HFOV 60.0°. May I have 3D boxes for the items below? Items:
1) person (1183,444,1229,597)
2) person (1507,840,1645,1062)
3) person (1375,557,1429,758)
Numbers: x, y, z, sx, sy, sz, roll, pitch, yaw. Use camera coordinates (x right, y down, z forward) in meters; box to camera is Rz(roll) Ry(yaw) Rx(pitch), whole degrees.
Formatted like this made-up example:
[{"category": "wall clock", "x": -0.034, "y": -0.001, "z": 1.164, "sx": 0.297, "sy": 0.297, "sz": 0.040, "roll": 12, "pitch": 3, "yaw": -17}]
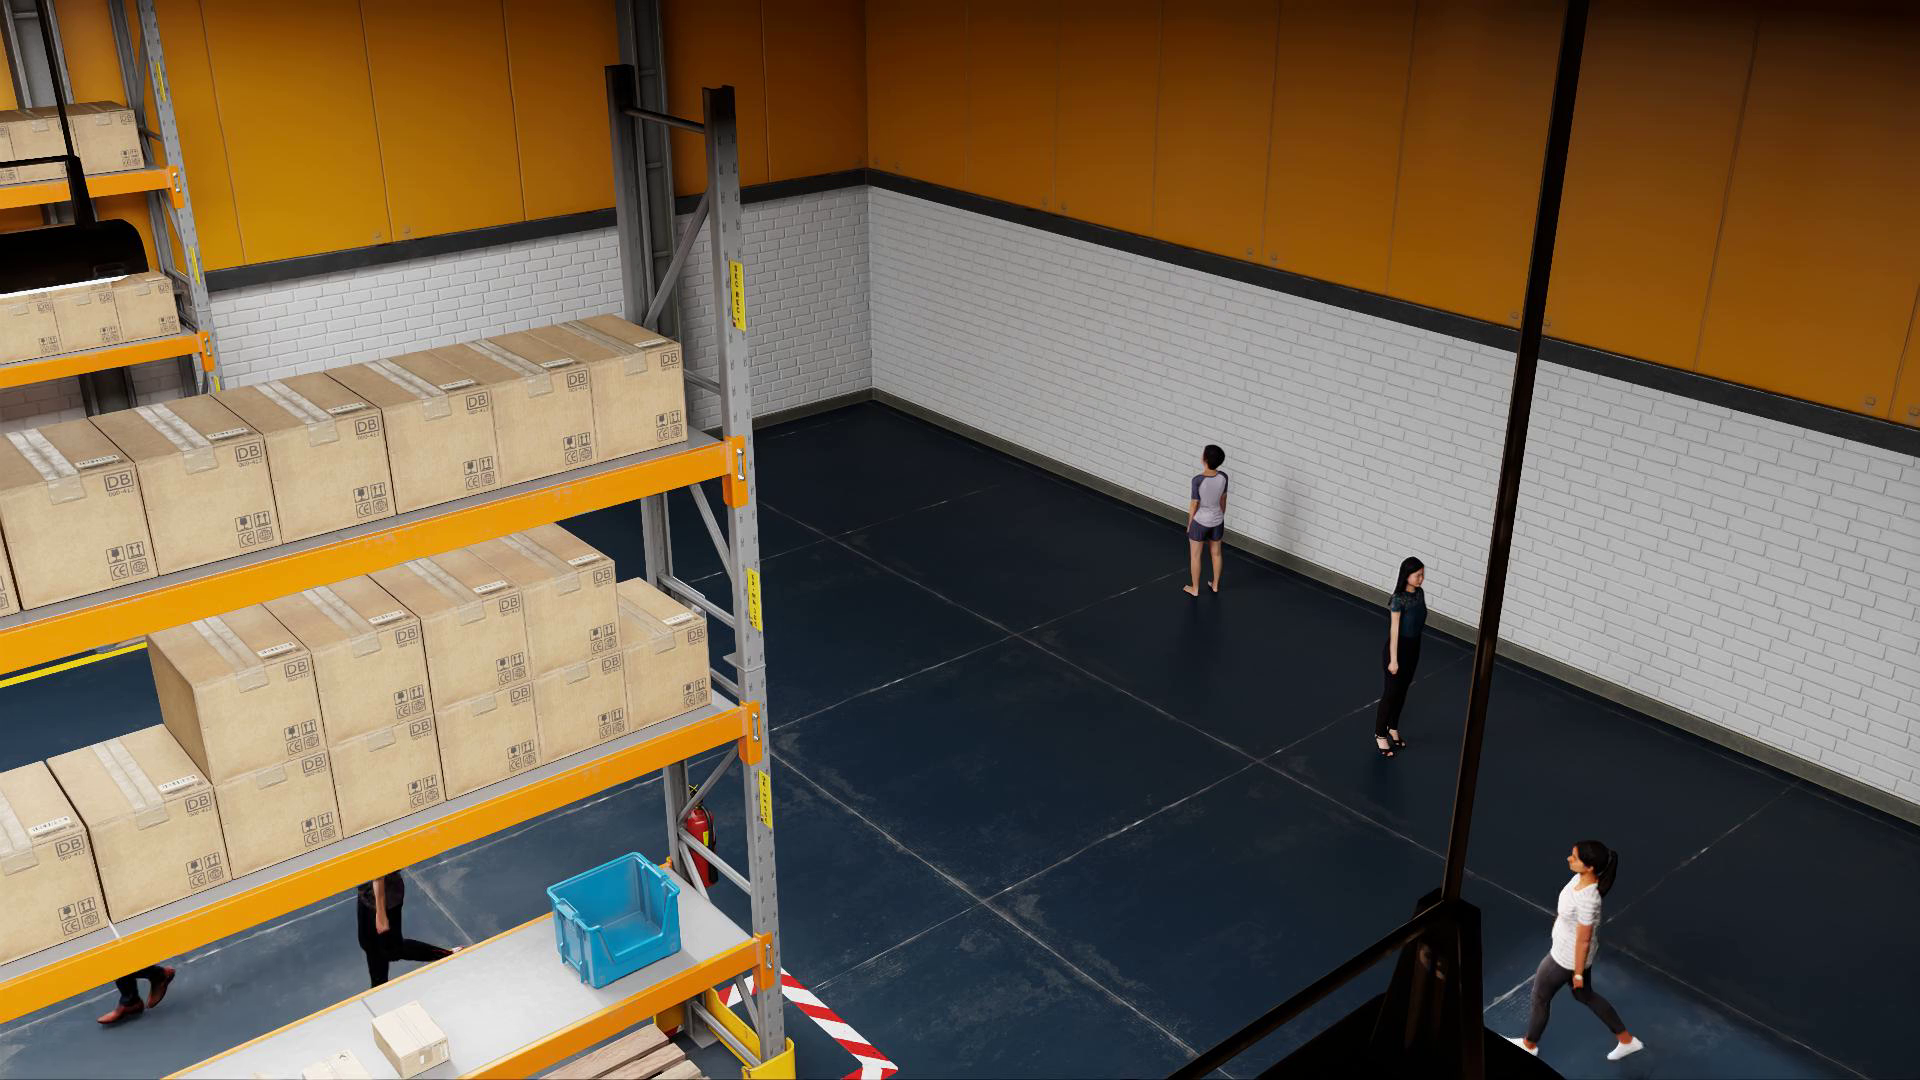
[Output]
[{"category": "person", "x": 2.429, "y": -0.209, "z": 16.359, "sx": 0.560, "sy": 1.563, "sz": 0.693, "roll": -9, "pitch": 25, "yaw": -19}, {"category": "person", "x": 3.800, "y": 2.519, "z": 10.055, "sx": 0.937, "sy": 1.614, "sz": 1.076, "roll": 10, "pitch": 26, "yaw": 23}, {"category": "person", "x": 3.598, "y": 0.929, "z": 13.540, "sx": 0.640, "sy": 1.736, "sz": 0.452, "roll": 21, "pitch": 32, "yaw": 40}]
